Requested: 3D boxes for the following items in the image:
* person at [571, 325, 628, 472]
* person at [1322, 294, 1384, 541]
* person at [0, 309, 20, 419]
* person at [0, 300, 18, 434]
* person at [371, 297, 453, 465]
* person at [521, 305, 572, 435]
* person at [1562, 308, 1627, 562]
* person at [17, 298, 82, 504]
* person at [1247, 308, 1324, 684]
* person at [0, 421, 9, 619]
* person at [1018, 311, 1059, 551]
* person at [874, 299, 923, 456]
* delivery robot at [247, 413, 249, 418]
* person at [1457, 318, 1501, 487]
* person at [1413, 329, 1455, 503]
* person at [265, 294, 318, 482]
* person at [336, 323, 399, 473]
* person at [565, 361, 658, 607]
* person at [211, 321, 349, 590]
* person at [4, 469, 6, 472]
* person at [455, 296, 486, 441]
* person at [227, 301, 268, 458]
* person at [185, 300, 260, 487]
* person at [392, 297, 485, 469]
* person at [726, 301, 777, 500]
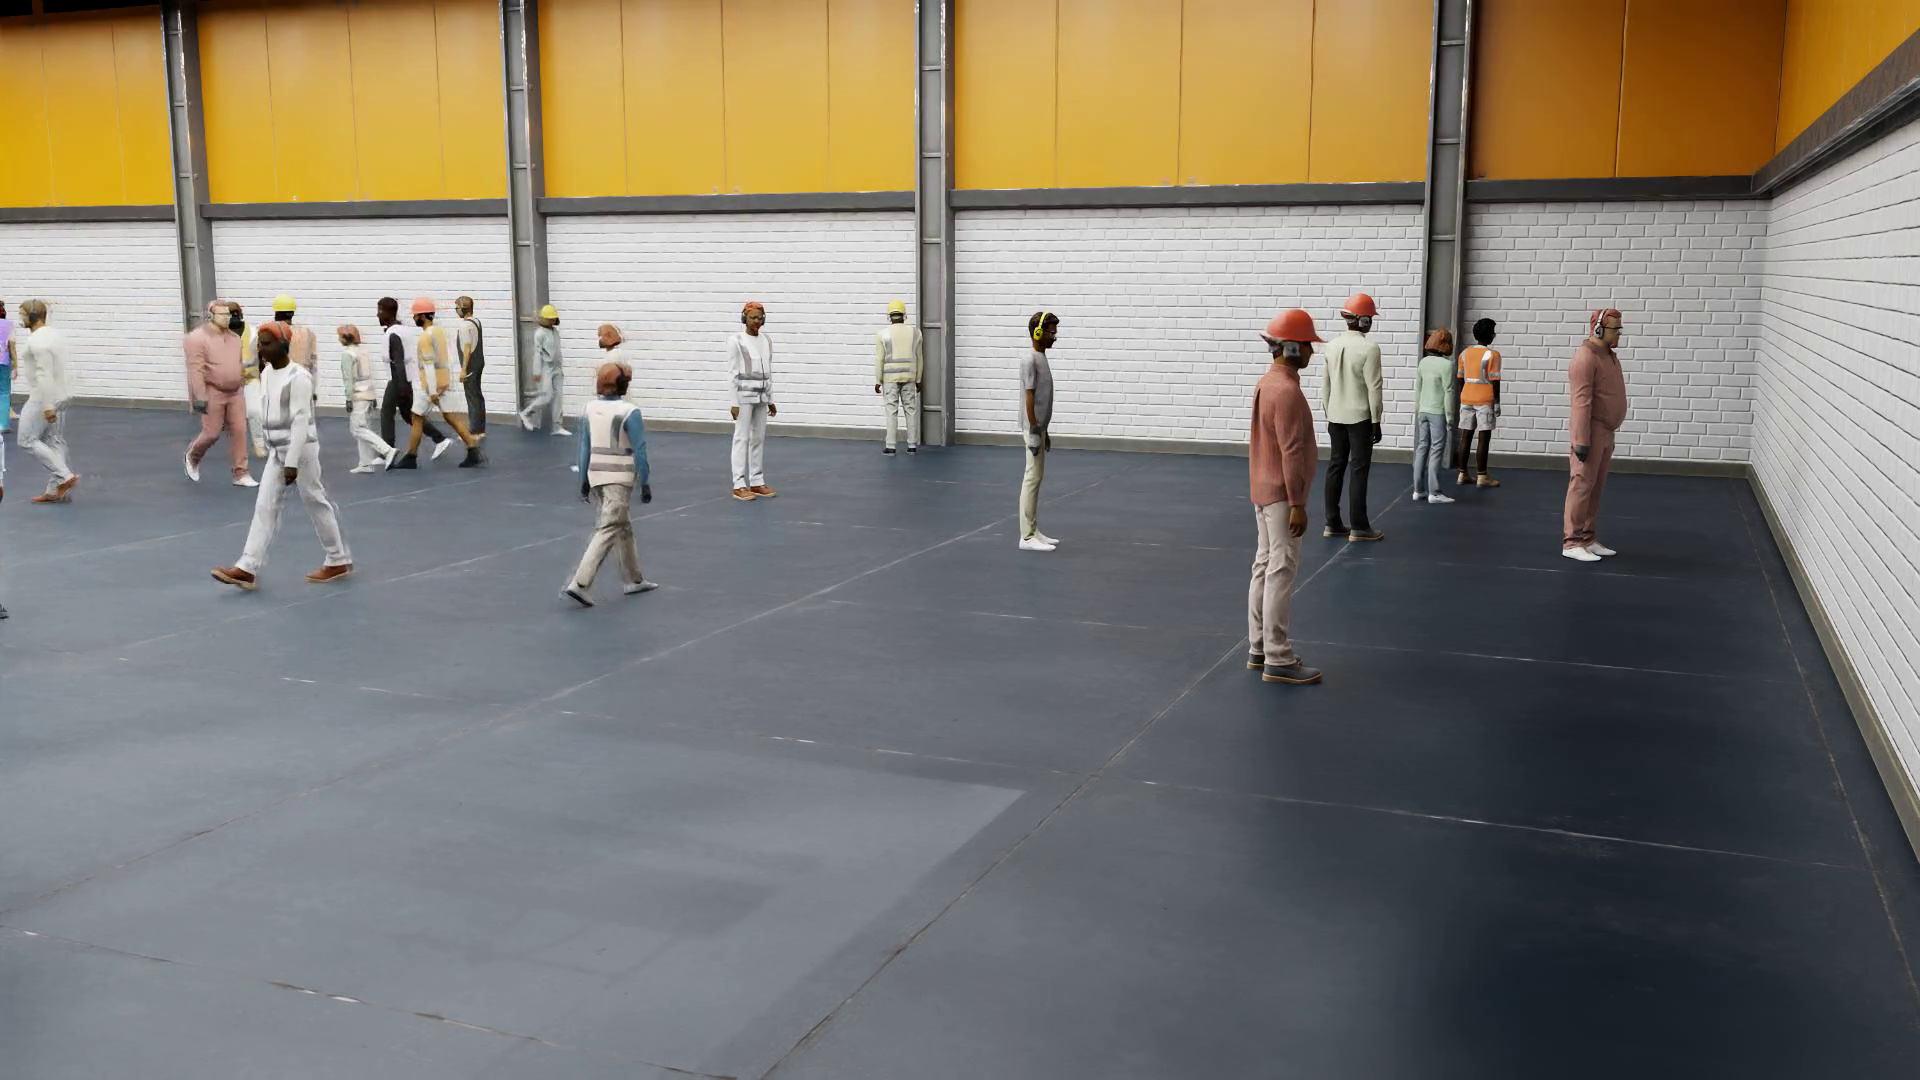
[{"bbox_3d":[-3.743,-1.457,17.520,0.814,1.595,0.513,-3,10,-20],"label":"person"},{"bbox_3d":[3.193,-0.989,13.476,0.381,1.994,0.615,-6,11,-32],"label":"person"},{"bbox_3d":[-13.862,-2.589,24.062,0.535,1.700,0.318,7,12,36],"label":"person"},{"bbox_3d":[-12.635,-2.249,21.729,0.622,1.807,0.713,-5,11,-28],"label":"person"},{"bbox_3d":[-6.215,-1.781,18.648,0.871,1.887,0.609,-2,10,-13],"label":"person"},{"bbox_3d":[-5.440,-2.221,21.789,0.576,1.722,0.498,4,10,21],"label":"person"},{"bbox_3d":[4.813,-0.790,12.566,0.402,1.903,0.643,7,12,37],"label":"person"},{"bbox_3d":[-8.528,-1.276,15.422,0.432,1.921,0.636,-3,10,-17],"label":"person"},{"bbox_3d":[1.737,-0.238,8.923,0.375,1.996,0.611,-1,9,-5],"label":"person"},{"bbox_3d":[-6.328,-0.403,10.470,0.667,1.807,0.596,6,11,33],"label":"person"},{"bbox_3d":[0.623,-0.853,13.051,0.328,1.865,0.520,2,10,10],"label":"person"},{"bbox_3d":[-0.727,-1.890,19.437,0.591,1.829,0.404,-4,10,-21],"label":"person"},{"bbox_3d":[-9.733,-1.804,22.484,0.707,0.478,0.477,2,10,11],"label":"delivery robot"},{"bbox_3d":[5.237,-1.380,16.741,0.316,1.695,0.542,-5,11,-28],"label":"person"},{"bbox_3d":[4.471,-1.167,15.643,0.271,1.632,0.503,-3,10,-20],"label":"person"},{"bbox_3d":[-6.887,-1.557,17.113,0.357,1.930,0.591,6,11,34],"label":"person"},{"bbox_3d":[-6.279,-1.492,17.678,0.600,1.617,0.545,1,9,6],"label":"person"},{"bbox_3d":[-2.321,-0.378,10.970,0.528,1.602,0.833,7,12,36],"label":"person"},{"bbox_3d":[-4.658,-0.568,11.393,0.602,1.833,0.967,7,12,38],"label":"person"},{"bbox_3d":[-10.696,-1.581,17.543,0.880,1.839,0.527,-6,11,-31],"label":"person"},{"bbox_3d":[-6.218,-2.170,21.096,0.346,1.842,0.506,0,9,2],"label":"person"},{"bbox_3d":[-8.218,-1.803,18.948,0.643,1.819,0.532,-4,10,-24],"label":"person"},{"bbox_3d":[-7.453,-1.467,16.695,0.755,1.886,0.648,5,11,29],"label":"person"},{"bbox_3d":[-5.716,-1.707,18.148,0.989,1.894,0.554,1,9,6],"label":"person"},{"bbox_3d":[-1.979,-1.328,15.868,0.358,1.881,0.574,7,12,37],"label":"person"}]
